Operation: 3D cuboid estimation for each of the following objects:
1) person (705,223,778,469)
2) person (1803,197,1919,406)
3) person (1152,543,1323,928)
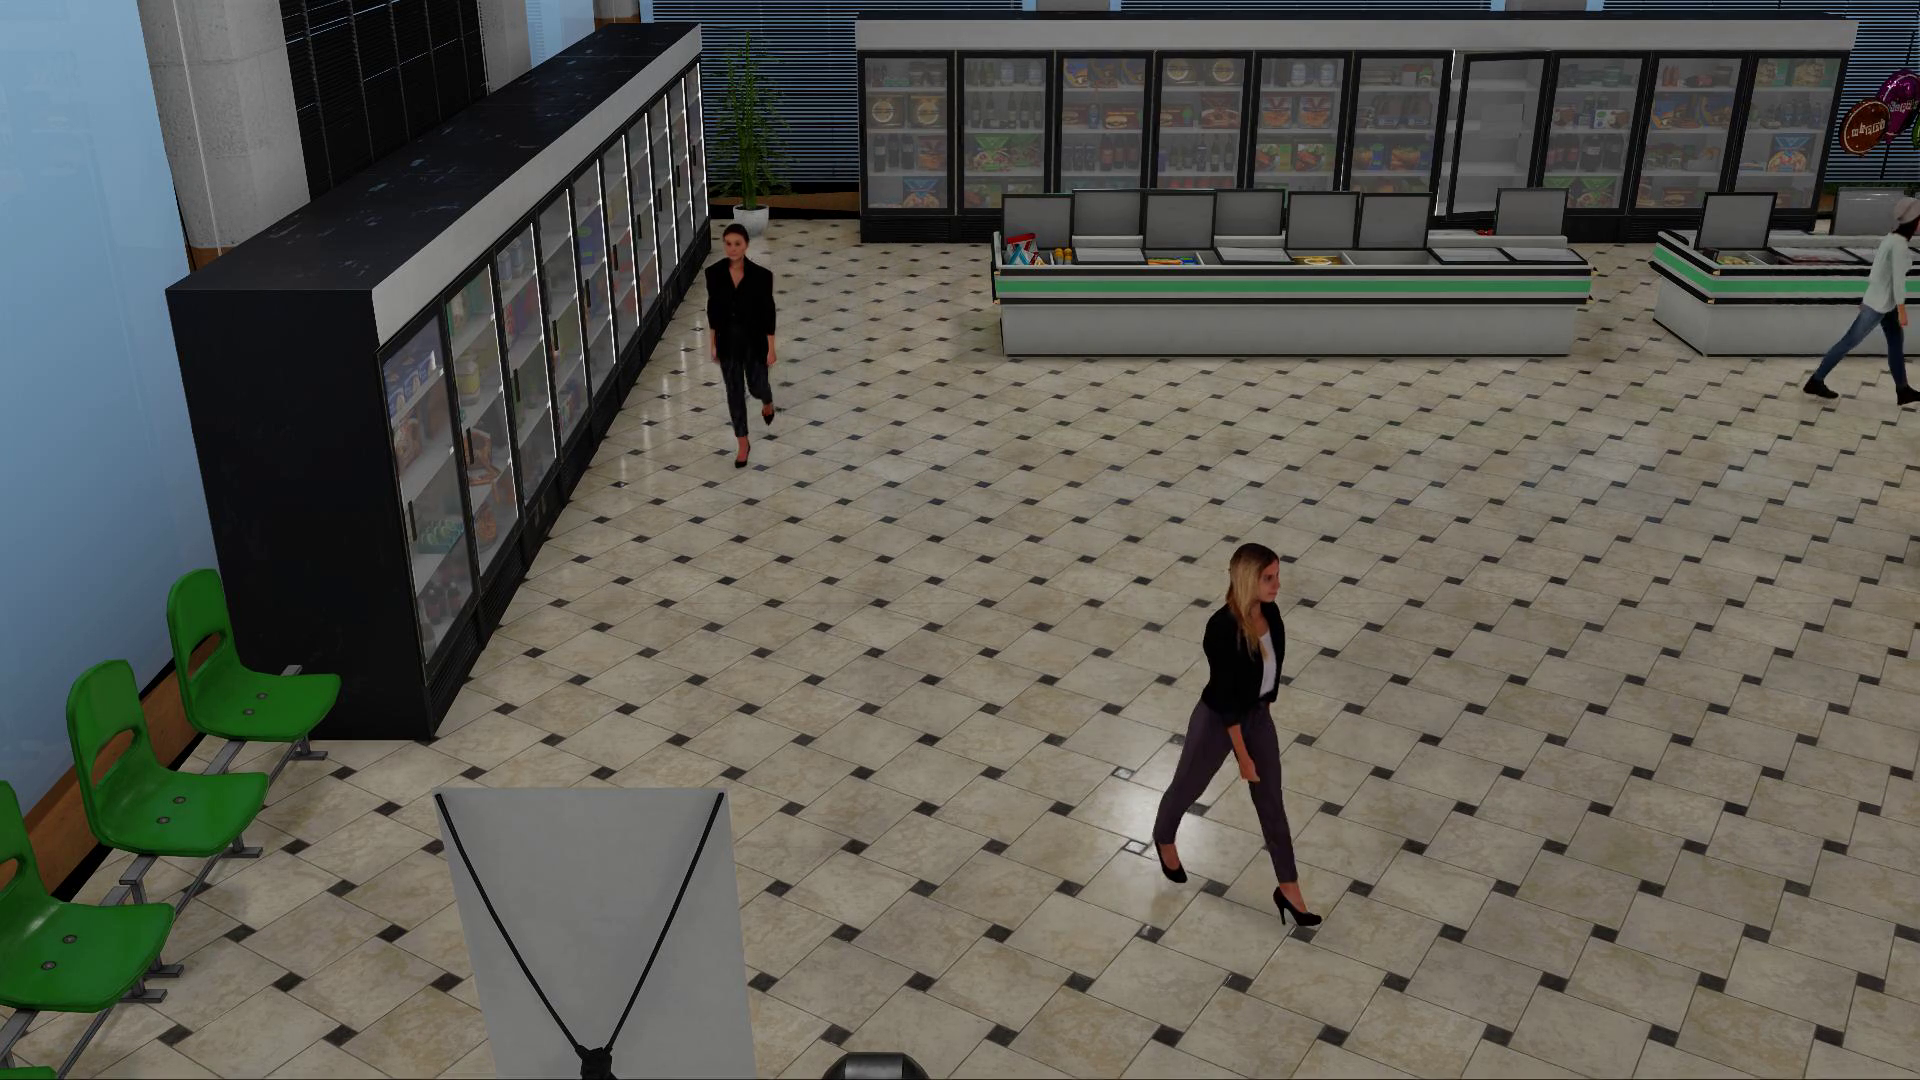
[{"bbox_3d":[-1.495,-1.381,11.602,0.890,1.698,0.797,4,24,9],"label":"person"},{"bbox_3d":[6.909,-1.778,12.642,1.194,1.591,0.885,10,25,21],"label":"person"},{"bbox_3d":[1.020,0.769,6.778,1.074,1.626,1.076,-18,29,-35],"label":"person"}]
